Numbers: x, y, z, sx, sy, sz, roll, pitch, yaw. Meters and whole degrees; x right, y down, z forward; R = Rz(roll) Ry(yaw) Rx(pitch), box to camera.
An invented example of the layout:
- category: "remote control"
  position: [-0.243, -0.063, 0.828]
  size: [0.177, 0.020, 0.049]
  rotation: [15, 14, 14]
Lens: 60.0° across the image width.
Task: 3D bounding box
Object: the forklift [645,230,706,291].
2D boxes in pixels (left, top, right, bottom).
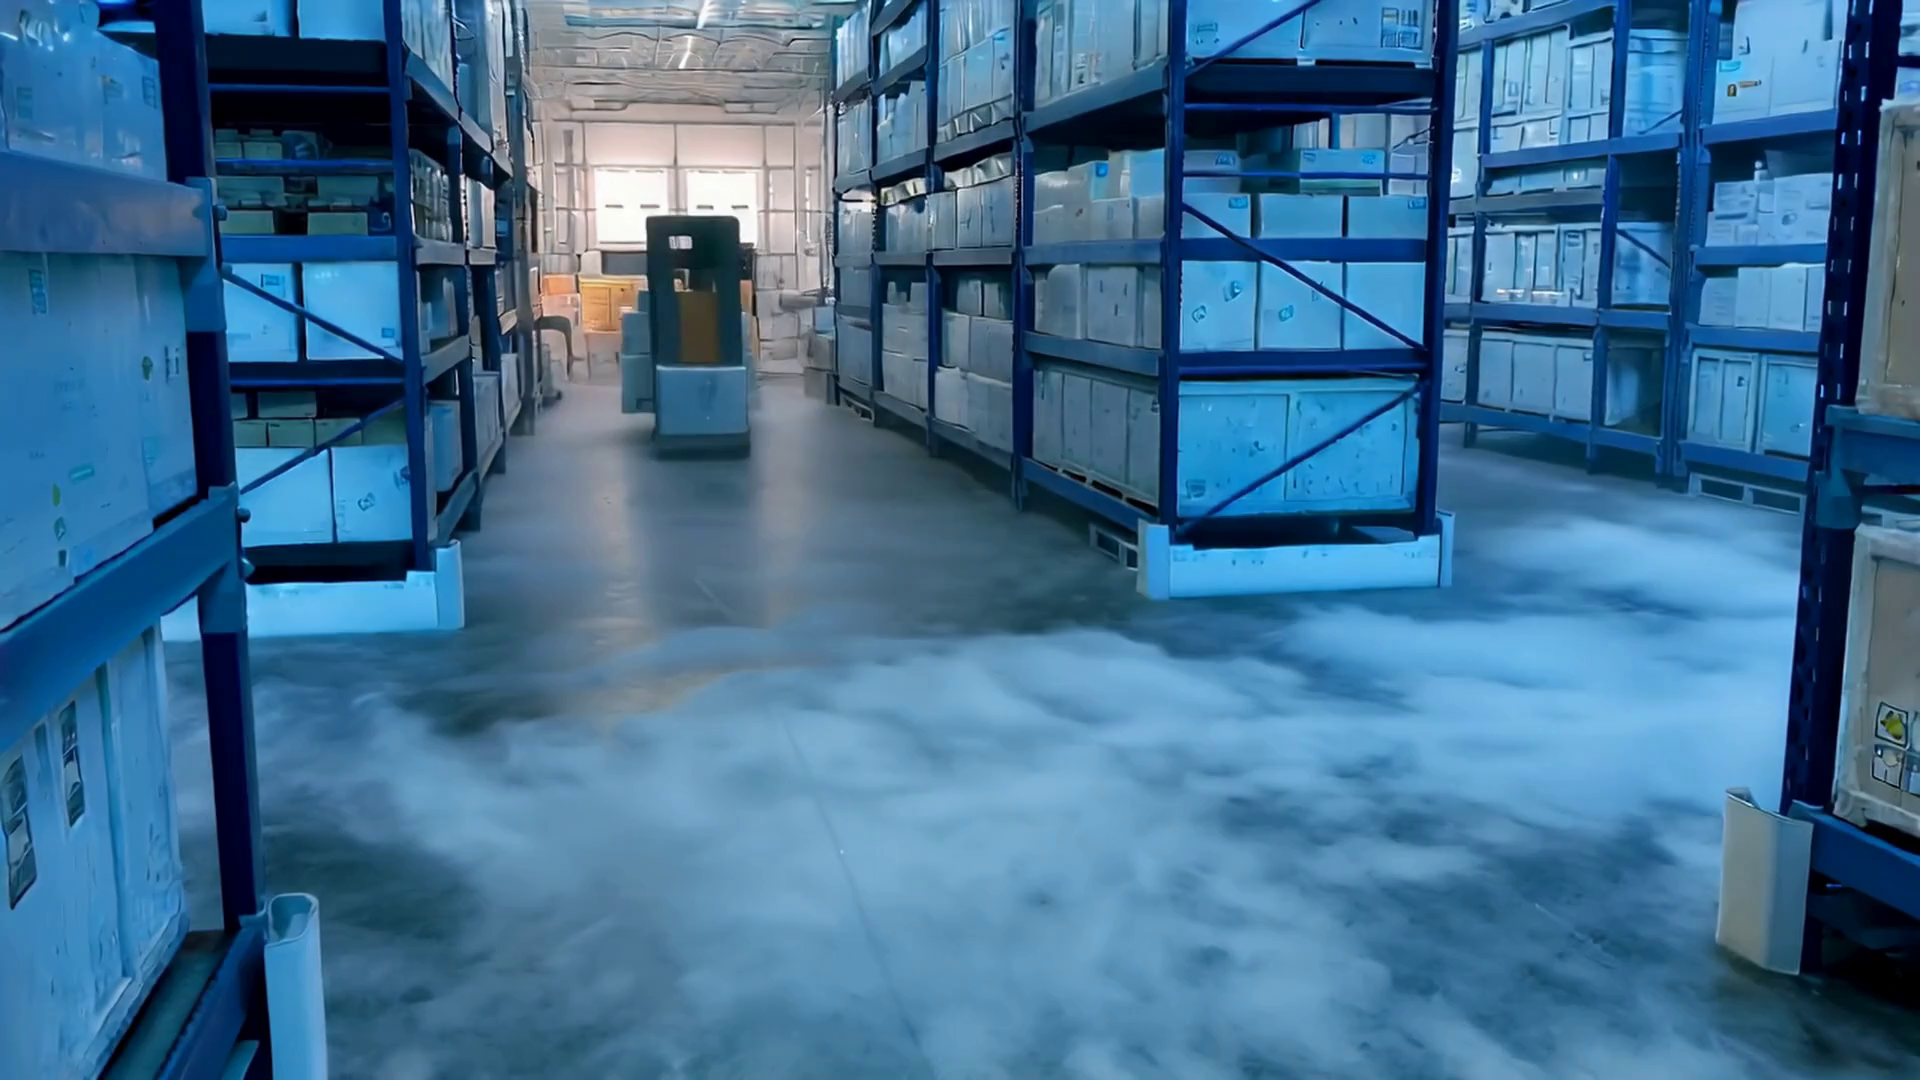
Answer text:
- category: "forklift"
  position: [-4.610, -3.658, 27.121]
  size: [1.129, 2.768, 1.873]
  rotation: [1, 9, 4]

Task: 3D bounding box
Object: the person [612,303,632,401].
- category: "person"
  position: [-5.498, -3.078, 27.385]
  size: [0.434, 1.620, 0.547]
  rotation: [8, 12, 39]

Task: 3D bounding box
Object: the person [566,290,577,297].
- category: "person"
  position: [-12.361, -7.386, 52.723]
  size: [0.396, 1.926, 0.555]
  rotation: [2, 10, 12]

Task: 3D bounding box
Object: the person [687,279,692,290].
- category: "person"
  position: [-8.066, -6.997, 50.496]
  size: [0.700, 1.894, 0.638]
  rotation: [-7, 12, -38]

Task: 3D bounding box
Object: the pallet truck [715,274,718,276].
- category: "pallet truck"
  position: [-8.580, -8.986, 62.280]
  size: [1.885, 1.965, 0.823]
  rotation: [1, 9, 5]

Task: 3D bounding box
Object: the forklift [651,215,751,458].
- category: "forklift"
  position: [-3.116, -2.448, 19.743]
  size: [1.129, 2.768, 1.873]
  rotation: [-2, 10, -12]

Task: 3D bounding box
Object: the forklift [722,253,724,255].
- category: "forklift"
  position: [-6.670, -6.553, 44.766]
  size: [1.129, 2.768, 1.873]
  rotation: [-4, 10, -21]
